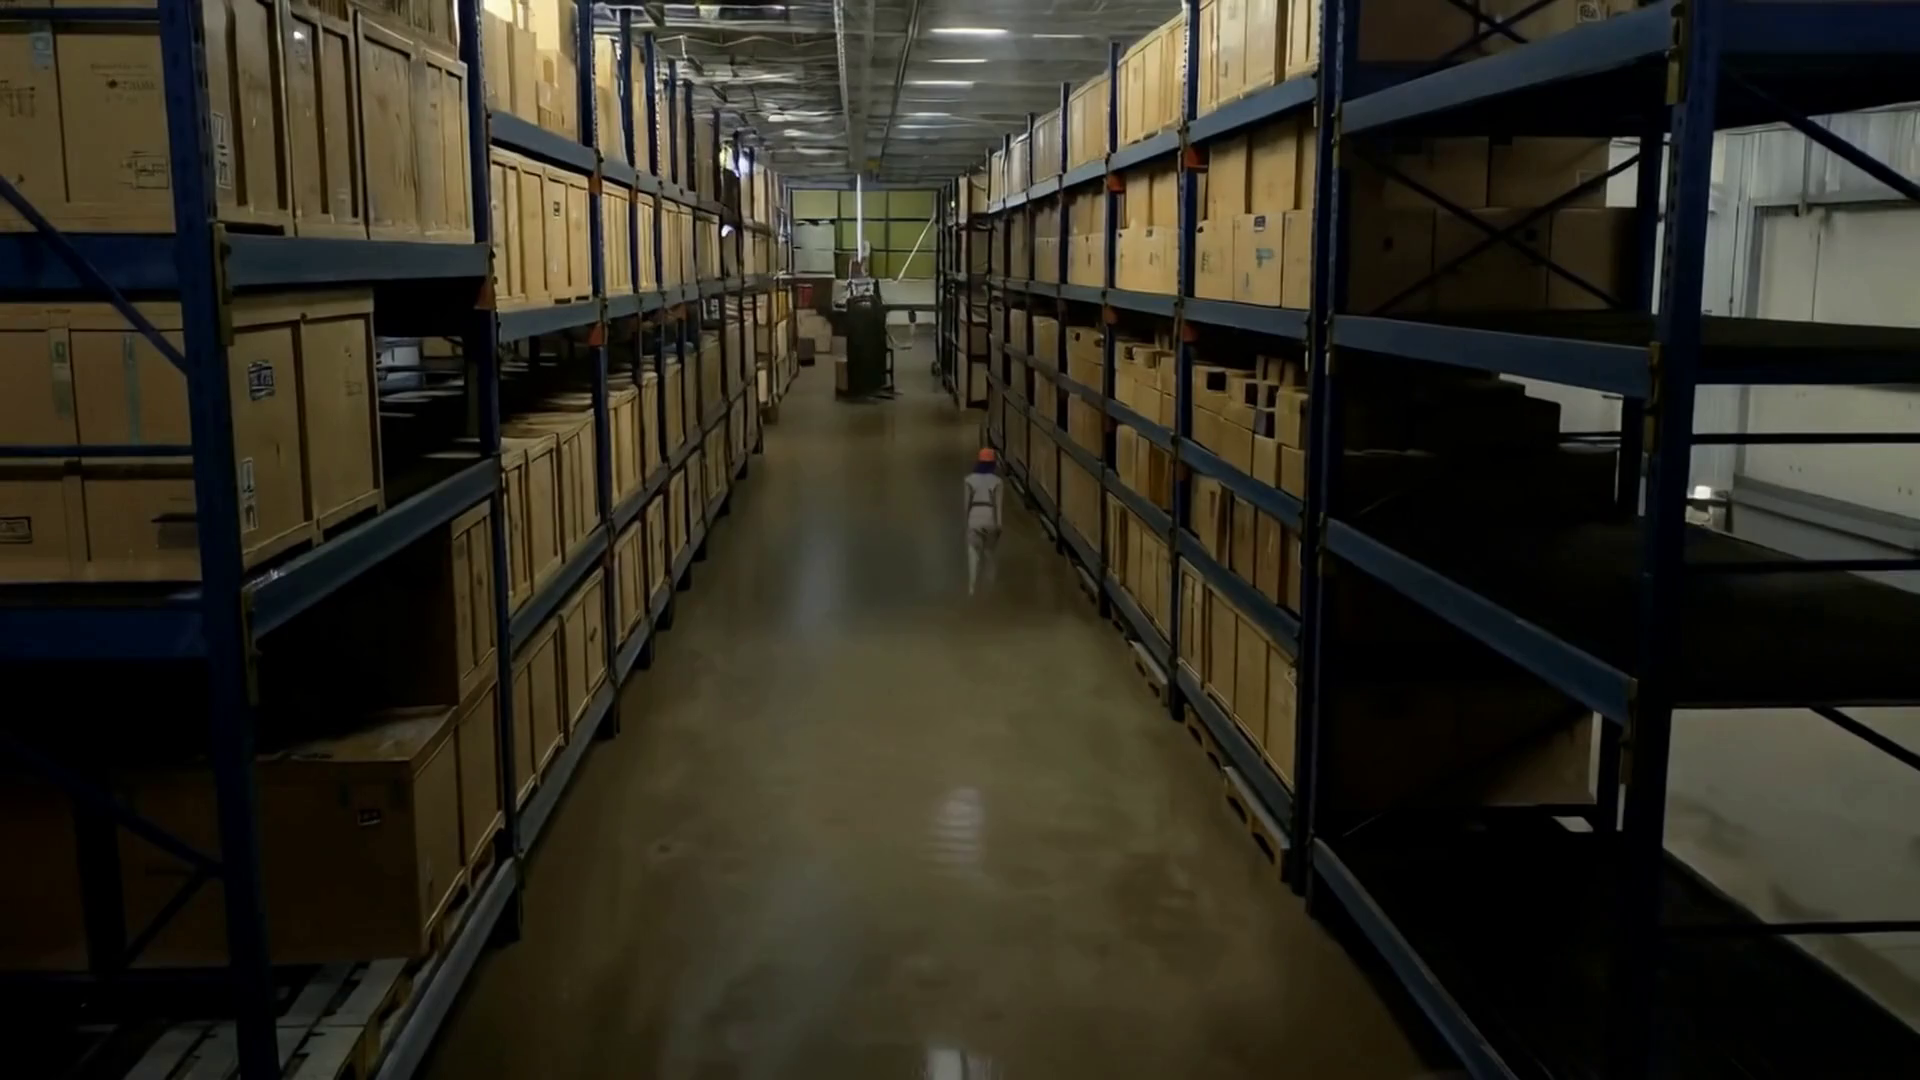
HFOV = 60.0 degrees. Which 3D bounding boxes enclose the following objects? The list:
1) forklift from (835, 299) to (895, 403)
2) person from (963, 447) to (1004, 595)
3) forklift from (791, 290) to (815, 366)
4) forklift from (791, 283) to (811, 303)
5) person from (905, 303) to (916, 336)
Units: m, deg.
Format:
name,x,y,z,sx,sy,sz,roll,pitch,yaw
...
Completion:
name,x,y,z,sx,sy,sz,roll,pitch,yaw
forklift,-2.657,-5.214,45.616,1.129,2.768,1.873,-4,10,-24
person,0.259,-0.208,19.169,0.493,1.721,0.668,1,10,8
forklift,-6.248,-7.658,60.214,1.129,2.768,1.873,7,12,35
forklift,-7.500,-10.746,78.661,1.129,2.768,1.873,-2,10,-10
person,-2.560,-11.500,86.729,0.545,1.685,0.420,-9,13,-42
